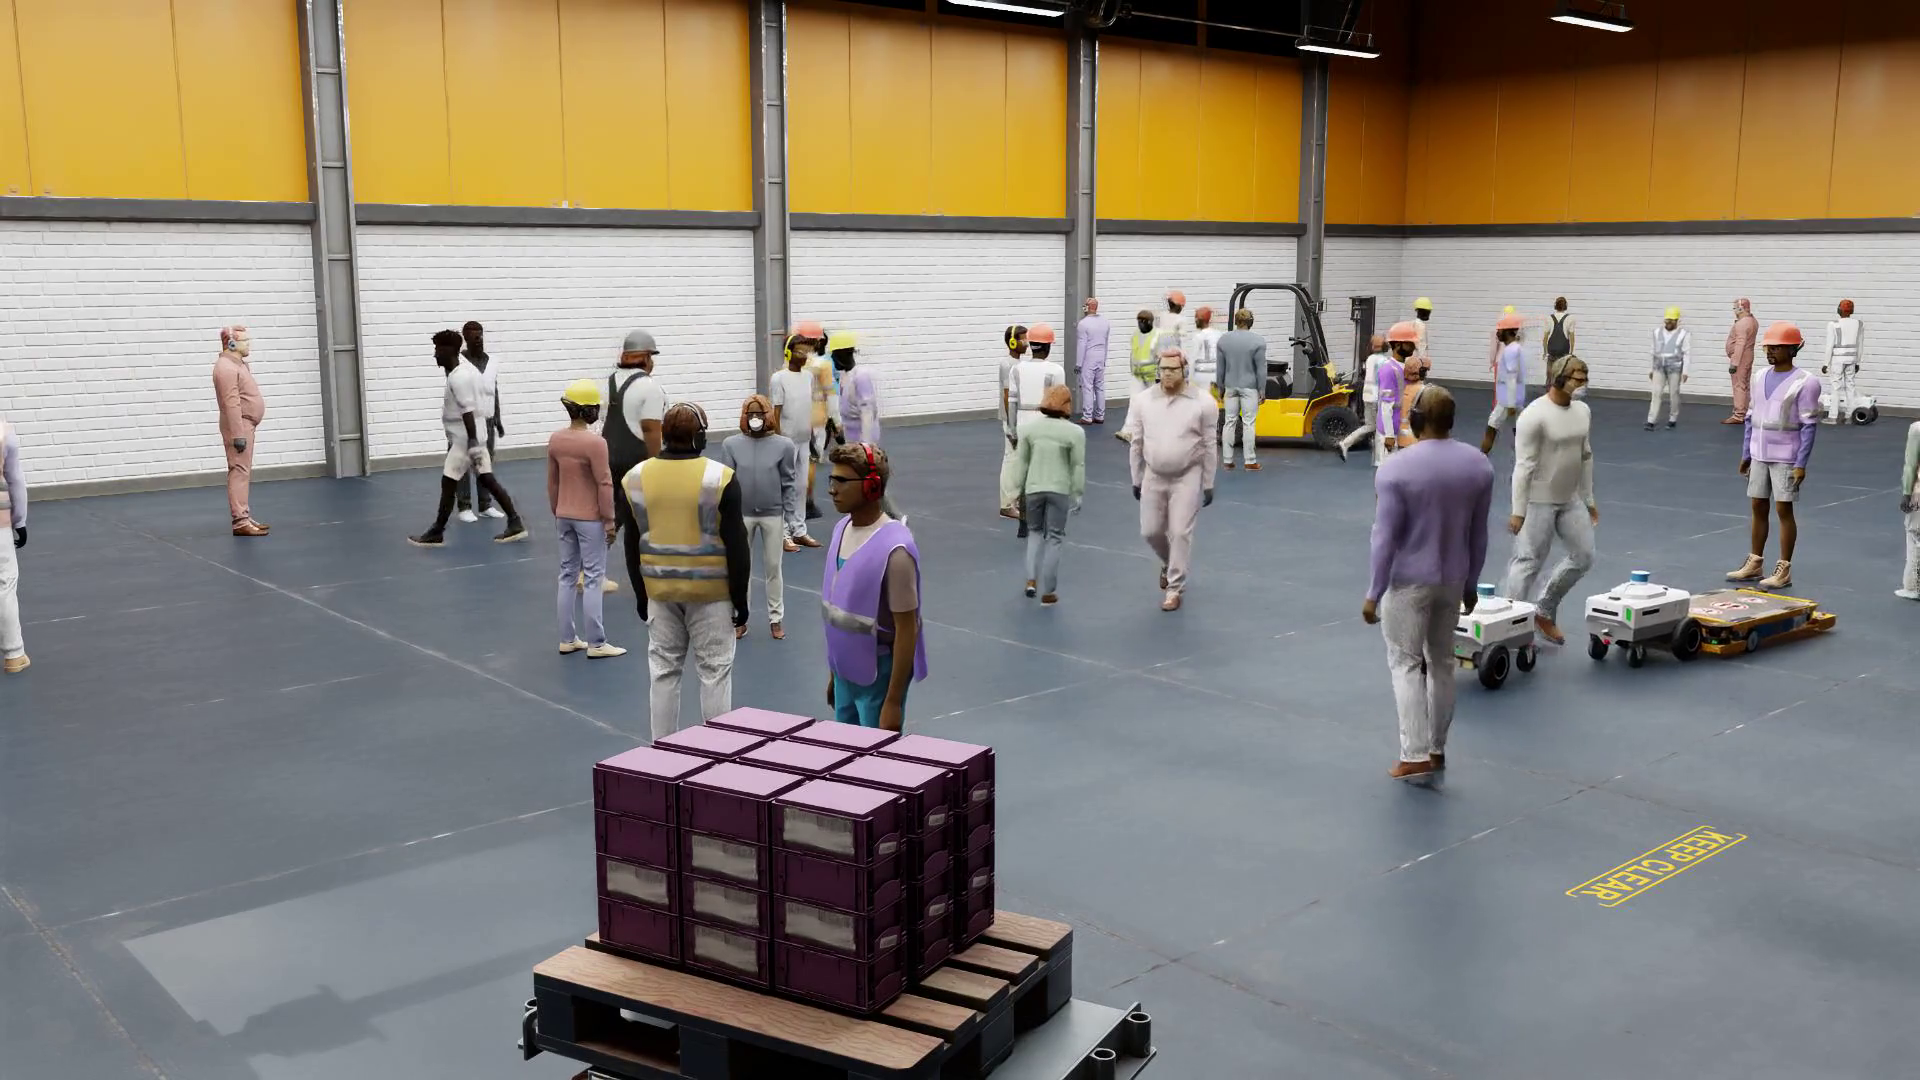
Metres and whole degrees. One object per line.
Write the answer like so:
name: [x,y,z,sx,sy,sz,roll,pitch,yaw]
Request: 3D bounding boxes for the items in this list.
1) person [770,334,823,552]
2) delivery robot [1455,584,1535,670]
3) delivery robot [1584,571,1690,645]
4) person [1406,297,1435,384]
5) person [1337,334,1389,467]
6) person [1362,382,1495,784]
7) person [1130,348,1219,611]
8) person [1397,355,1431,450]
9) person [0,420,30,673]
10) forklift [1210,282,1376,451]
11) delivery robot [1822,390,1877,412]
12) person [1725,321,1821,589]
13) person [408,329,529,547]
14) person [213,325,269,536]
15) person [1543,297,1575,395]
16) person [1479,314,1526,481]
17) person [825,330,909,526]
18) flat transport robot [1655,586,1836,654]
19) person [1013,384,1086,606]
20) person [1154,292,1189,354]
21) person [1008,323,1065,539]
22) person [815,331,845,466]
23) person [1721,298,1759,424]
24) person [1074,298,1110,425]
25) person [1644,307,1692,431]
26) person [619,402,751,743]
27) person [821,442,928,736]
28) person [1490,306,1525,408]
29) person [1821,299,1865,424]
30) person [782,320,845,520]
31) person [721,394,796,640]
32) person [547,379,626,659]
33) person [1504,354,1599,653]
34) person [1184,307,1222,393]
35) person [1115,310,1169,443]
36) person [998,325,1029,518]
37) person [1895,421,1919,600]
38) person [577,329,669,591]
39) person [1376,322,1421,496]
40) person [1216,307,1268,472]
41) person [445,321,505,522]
person: [-1.407,-0.838,14.342,0.328,1.873,0.512,7,12,34]
delivery robot: [3.162,0.509,10.030,0.707,0.478,0.477,-9,13,-43]
delivery robot: [4.252,0.439,10.441,0.707,0.478,0.477,-7,12,-35]
person: [6.879,-2.667,24.895,0.387,1.922,0.593,0,10,2]
person: [4.914,-1.669,19.982,0.602,1.620,0.518,-2,10,-11]
person: [2.257,0.204,8.084,0.631,1.947,0.421,-4,10,-20]
person: [1.555,-0.455,12.064,0.647,1.890,0.616,4,10,22]
person: [4.106,-0.845,15.061,0.308,1.641,0.514,-7,12,-34]
person: [-5.965,-0.087,10.025,0.627,1.847,0.429,-5,11,-27]
forklift: [4.328,-2.346,22.227,2.313,2.155,1.214,3,10,16]
delivery robot: [13.500,-2.091,25.251,0.707,0.478,0.477,8,12,38]
person: [6.220,-0.646,12.713,0.377,2.045,0.605,-4,10,-21]
person: [-4.305,-0.890,14.553,1.021,1.908,0.610,-2,10,-10]
person: [-6.536,-0.994,15.139,0.410,1.913,0.643,-3,10,-19]
person: [10.157,-3.198,28.236,0.506,1.846,0.350,5,11,27]
person: [6.083,-1.591,18.700,0.992,1.881,0.574,5,11,29]
person: [-0.830,-0.906,14.684,0.691,1.894,0.622,-4,10,-22]
flat transport robot: [5.148,0.520,11.071,1.431,0.197,0.652,-7,12,-35]
person: [0.649,-0.328,12.111,0.524,1.604,0.402,3,10,19]
person: [3.277,-2.840,25.776,0.647,1.970,1.105,7,12,36]
person: [0.707,-0.975,14.950,0.548,1.937,0.379,5,11,27]
person: [-1.657,-1.728,20.221,0.815,1.638,0.545,-9,13,-41]
person: [11.780,-2.697,25.143,0.406,1.903,0.639,8,13,40]
person: [1.957,-2.684,25.043,0.639,1.910,0.407,-9,13,-42]
person: [10.326,-2.490,24.259,0.615,1.800,0.771,9,13,42]
person: [-1.300,0.257,8.022,0.627,1.844,0.429,2,10,12]
person: [-0.337,0.542,6.332,0.386,1.845,0.567,-6,11,-30]
person: [8.467,-2.734,25.750,0.522,1.769,0.317,2,10,14]
person: [13.307,-2.678,25.079,0.573,1.883,0.356,0,10,-2]
person: [-1.395,-1.161,16.087,0.556,1.919,0.563,7,12,37]
person: [-1.333,-0.149,10.998,0.499,1.634,0.278,-1,10,-4]
person: [-2.369,-0.133,10.520,0.535,1.767,0.316,7,12,35]
person: [3.771,-0.223,10.612,0.648,1.912,0.513,-6,12,-33]
person: [3.077,-2.109,21.779,0.740,1.862,0.595,8,13,39]
person: [2.501,-2.200,22.525,0.642,1.788,0.958,8,12,38]
person: [0.543,-1.143,16.163,0.328,1.862,0.513,2,10,13]
person: [7.117,-0.317,12.042,0.517,1.618,0.634,0,10,-1]
person: [-2.514,-0.630,12.628,0.688,2.000,0.937,7,12,34]
person: [3.991,-1.015,15.173,0.349,1.942,0.545,6,11,31]
person: [3.325,-1.772,19.612,0.634,1.939,0.367,6,11,31]
person: [-4.663,-1.141,15.980,0.375,1.917,0.598,7,12,35]
